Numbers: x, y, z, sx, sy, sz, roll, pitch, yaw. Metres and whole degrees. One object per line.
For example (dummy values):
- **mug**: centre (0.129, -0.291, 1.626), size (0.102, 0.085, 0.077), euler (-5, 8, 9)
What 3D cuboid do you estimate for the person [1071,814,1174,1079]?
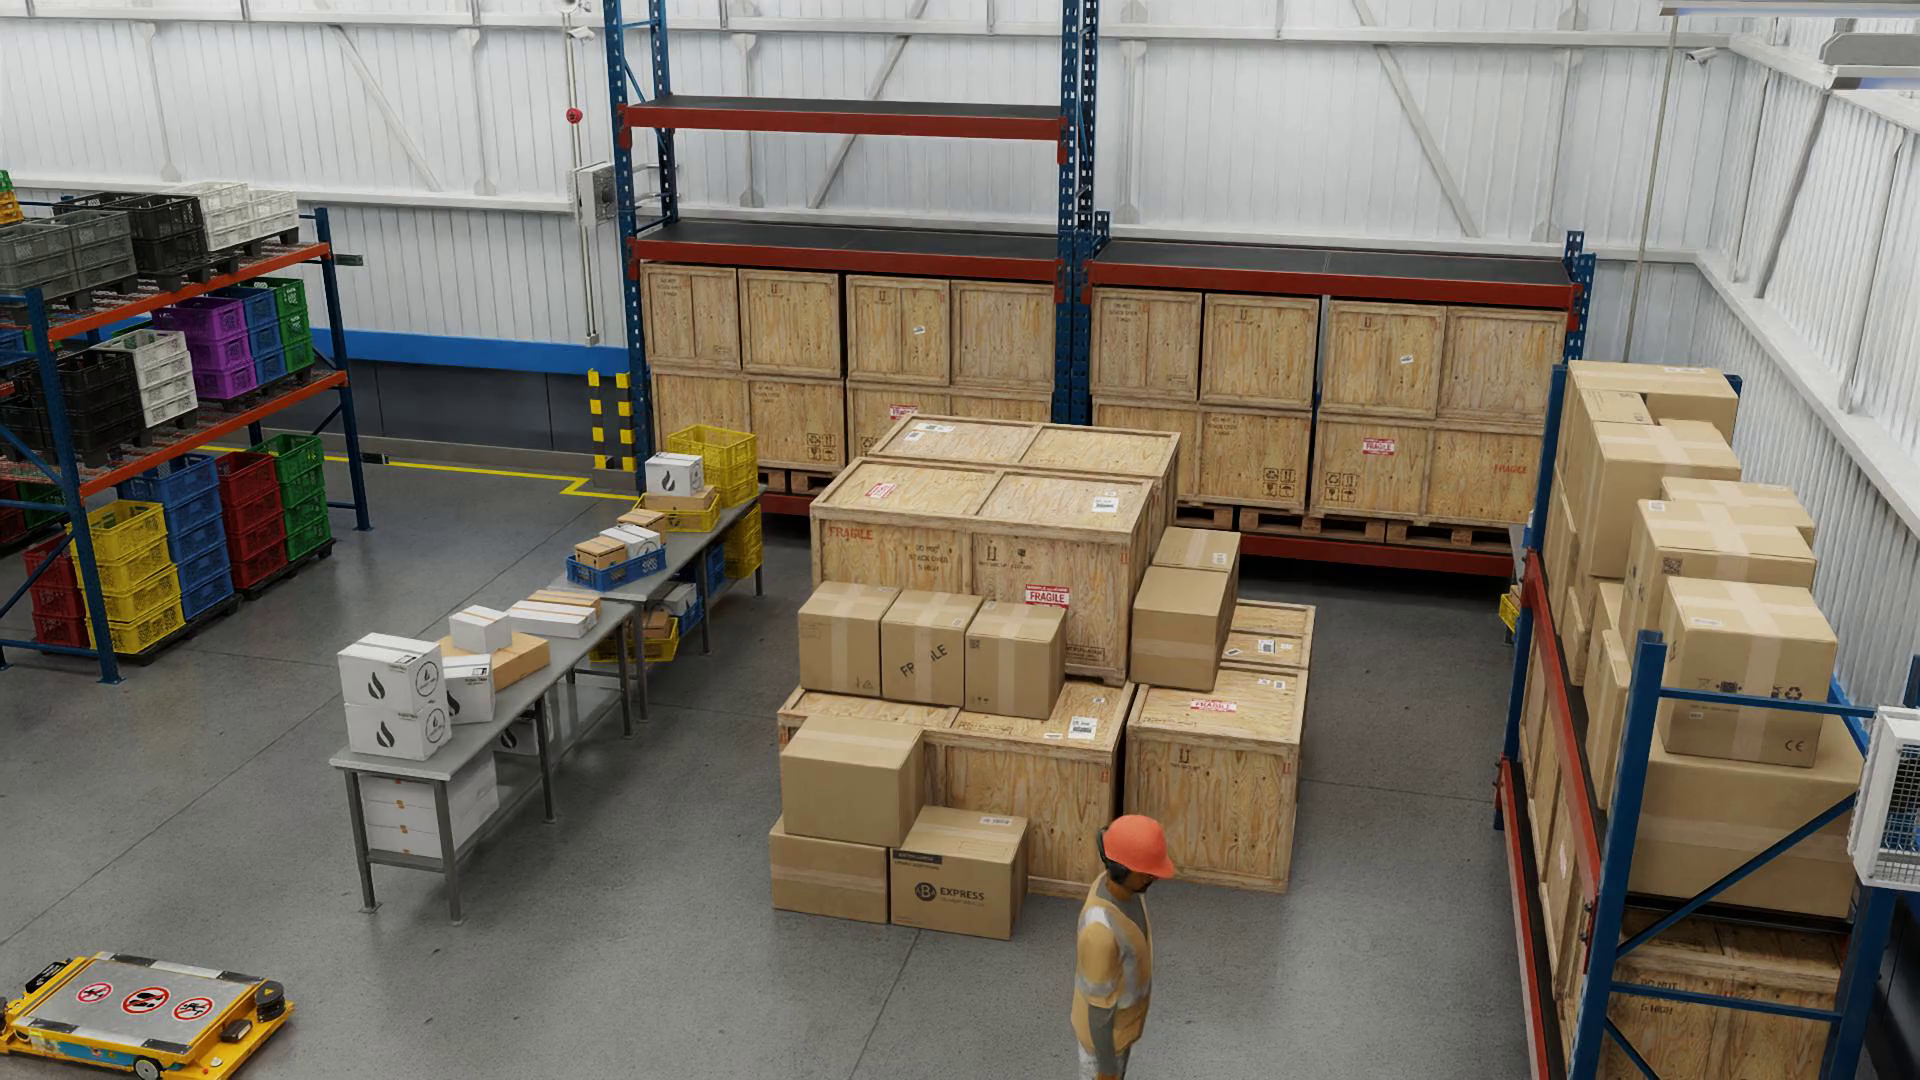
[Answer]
- **person**: centre (0.682, 2.079, 7.139), size (0.396, 2.033, 0.604), euler (6, 22, 14)

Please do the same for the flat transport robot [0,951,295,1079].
- **flat transport robot**: centre (-4.270, 2.464, 8.601), size (1.431, 0.231, 0.659), euler (5, 22, 13)
